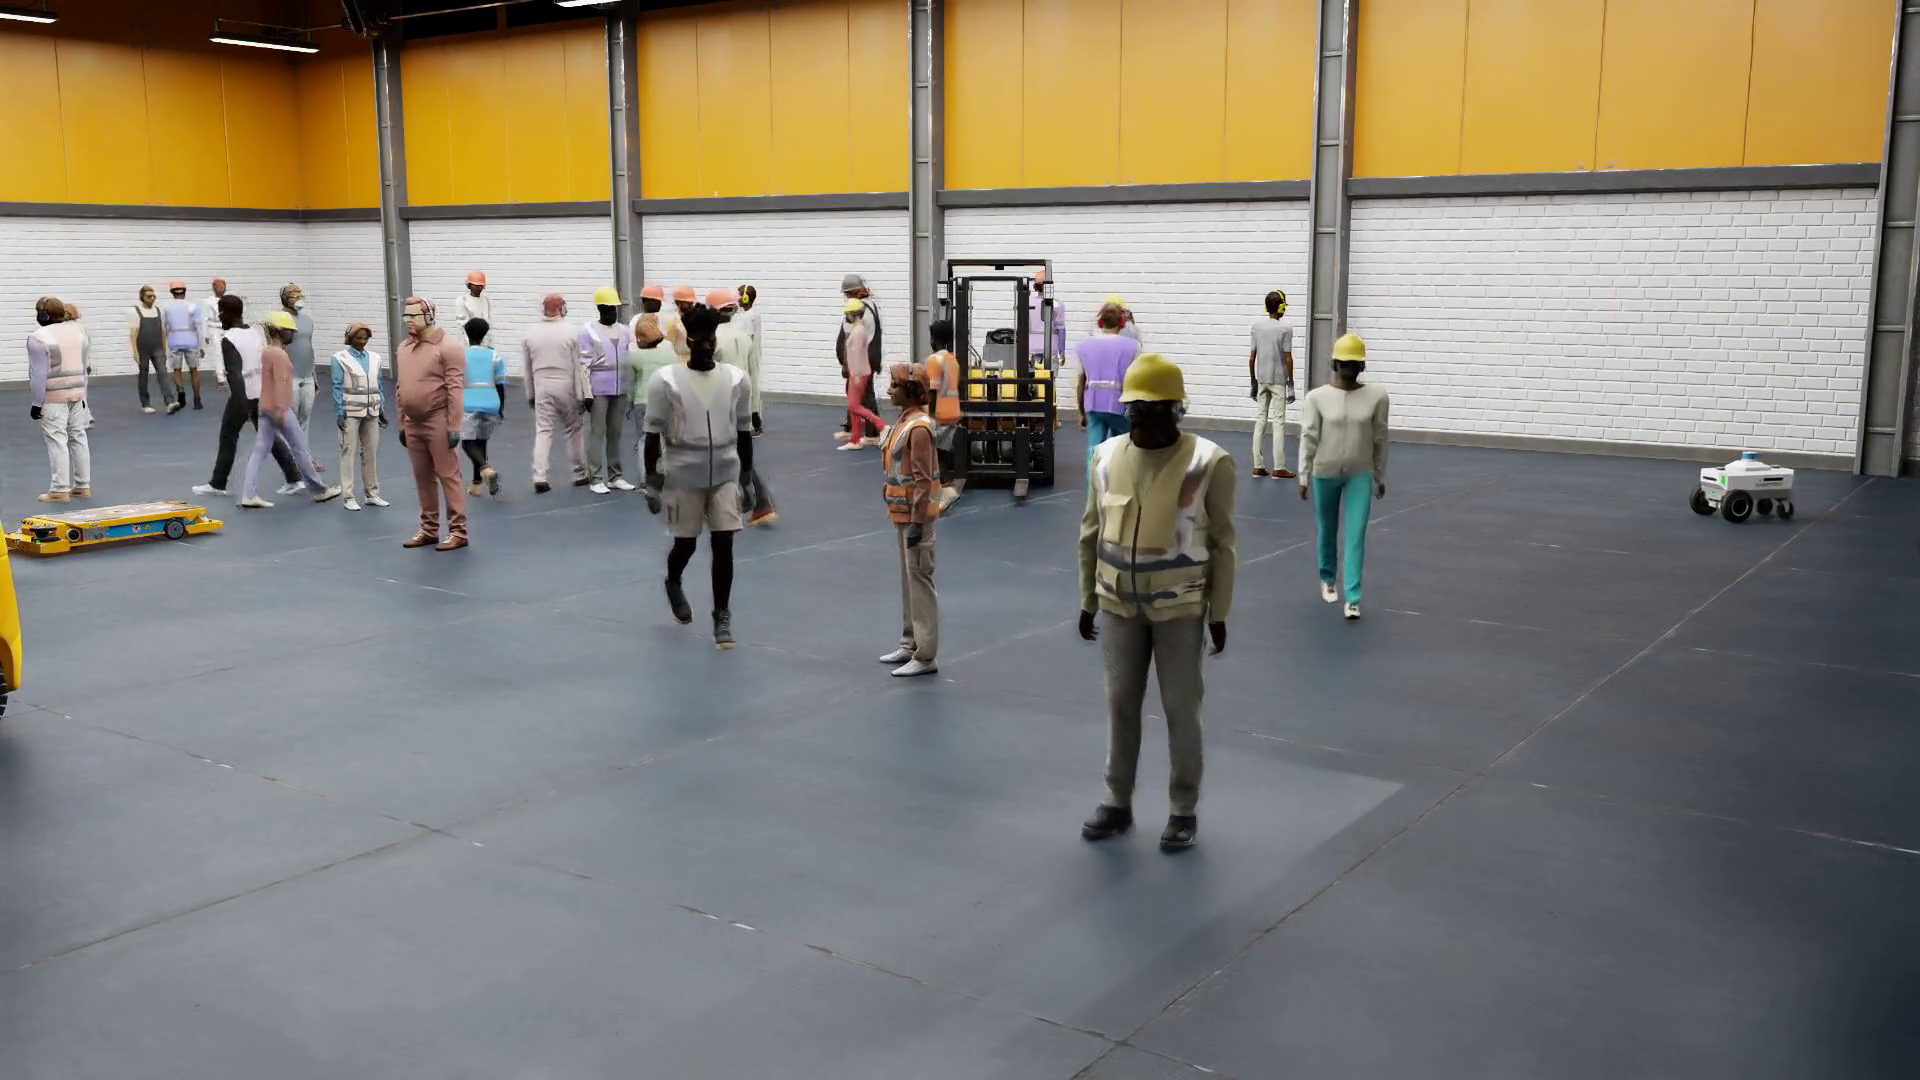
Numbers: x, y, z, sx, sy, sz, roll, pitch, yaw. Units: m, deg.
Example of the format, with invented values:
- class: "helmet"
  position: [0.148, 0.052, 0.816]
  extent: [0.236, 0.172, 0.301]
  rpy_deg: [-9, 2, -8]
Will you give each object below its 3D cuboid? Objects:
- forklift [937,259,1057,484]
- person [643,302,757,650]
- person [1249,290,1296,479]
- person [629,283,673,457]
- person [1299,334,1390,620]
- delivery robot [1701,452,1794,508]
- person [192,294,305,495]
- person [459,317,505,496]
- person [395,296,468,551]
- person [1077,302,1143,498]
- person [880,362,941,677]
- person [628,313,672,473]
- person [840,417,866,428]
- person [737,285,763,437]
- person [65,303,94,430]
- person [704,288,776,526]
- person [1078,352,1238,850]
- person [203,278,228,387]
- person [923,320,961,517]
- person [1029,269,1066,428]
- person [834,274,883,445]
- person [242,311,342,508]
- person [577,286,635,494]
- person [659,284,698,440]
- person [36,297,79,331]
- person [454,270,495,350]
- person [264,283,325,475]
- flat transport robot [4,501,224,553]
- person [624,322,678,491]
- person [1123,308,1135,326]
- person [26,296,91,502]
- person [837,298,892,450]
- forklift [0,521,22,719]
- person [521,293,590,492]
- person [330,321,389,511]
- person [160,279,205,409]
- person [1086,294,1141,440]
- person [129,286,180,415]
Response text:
- class: "forklift"
  position: [0.370, -1.738, 16.759]
  extent: [1.214, 2.155, 2.313]
  rpy_deg: [1, 10, 3]
- class: "person"
  position: [-1.487, -0.378, 9.424]
  extent: [0.649, 1.942, 0.669]
  rpy_deg: [-4, 10, -24]
- class: "person"
  position: [3.116, -1.544, 16.561]
  extent: [0.518, 1.874, 0.330]
  rpy_deg: [9, 13, 44]
- class: "person"
  position: [-3.340, -1.853, 18.268]
  extent: [0.430, 1.919, 0.559]
  rpy_deg: [3, 10, 20]
- class: "person"
  position: [2.354, -0.404, 10.217]
  extent: [0.538, 1.715, 0.935]
  rpy_deg: [2, 10, 9]
- class: "delivery robot"
  position: [6.602, -0.497, 13.944]
  extent: [0.707, 0.478, 0.477]
  rpy_deg: [-2, 10, -11]
- class: "person"
  position: [-6.566, -1.325, 15.305]
  extent: [1.047, 1.866, 0.617]
  rpy_deg: [1, 10, 6]
- class: "person"
  position: [-4.344, -1.179, 15.071]
  extent: [0.538, 1.652, 0.675]
  rpy_deg: [-7, 12, -35]
- class: "person"
  position: [-3.991, -0.869, 12.477]
  extent: [0.646, 1.902, 0.401]
  rpy_deg: [5, 11, 29]
- class: "person"
  position: [1.286, -1.051, 13.794]
  extent: [0.605, 1.812, 0.826]
  rpy_deg: [4, 10, 23]
- class: "person"
  position: [-0.253, -0.111, 8.718]
  extent: [0.307, 1.640, 0.521]
  rpy_deg: [-2, 10, -12]
- class: "person"
  position: [-3.151, -1.481, 16.894]
  extent: [0.501, 1.633, 0.282]
  rpy_deg: [-6, 11, -33]
- class: "person"
  position: [-1.352, -2.390, 21.494]
  extent: [0.399, 1.909, 0.642]
  rpy_deg: [-3, 10, -19]
- class: "person"
  position: [-2.597, -2.192, 20.428]
  extent: [0.315, 1.870, 0.532]
  rpy_deg: [0, 10, 2]
- class: "person"
  position: [-11.352, -2.213, 21.285]
  extent: [0.404, 1.624, 0.518]
  rpy_deg: [-1, 10, -3]
- class: "person"
  position: [-1.883, -1.088, 13.664]
  extent: [1.016, 1.948, 0.613]
  rpy_deg: [5, 11, 27]
- class: "person"
  position: [0.708, 0.225, 6.148]
  extent: [0.601, 1.828, 0.404]
  rpy_deg: [5, 11, 28]
- class: "person"
  position: [-12.730, -3.558, 28.566]
  extent: [0.582, 1.869, 0.584]
  rpy_deg: [8, 12, 39]
- class: "person"
  position: [-0.173, -1.026, 14.070]
  extent: [0.373, 1.664, 0.574]
  rpy_deg: [4, 10, 21]
- class: "person"
  position: [1.072, -2.445, 21.406]
  extent: [0.609, 2.048, 0.367]
  rpy_deg: [3, 10, 17]
- class: "person"
  position: [-1.272, -2.138, 19.595]
  extent: [0.826, 2.000, 0.701]
  rpy_deg: [3, 10, 16]
- class: "person"
  position: [-5.946, -1.147, 14.647]
  extent: [0.897, 1.713, 0.548]
  rpy_deg: [-8, 12, -40]
- class: "person"
  position: [-3.287, -1.393, 15.554]
  extent: [0.418, 1.934, 0.600]
  rpy_deg: [7, 12, 35]
- class: "person"
  position: [-3.175, -1.951, 18.932]
  extent: [0.915, 1.909, 0.556]
  rpy_deg: [4, 10, 25]
- class: "person"
  position: [-11.090, -2.131, 20.518]
  extent: [0.492, 1.716, 0.756]
  rpy_deg: [-3, 10, -16]
- class: "person"
  position: [-6.696, -2.721, 23.095]
  extent: [0.392, 2.033, 0.605]
  rpy_deg: [6, 11, 31]
- class: "person"
  position: [-6.737, -1.628, 16.863]
  extent: [0.373, 1.940, 0.630]
  rpy_deg: [3, 10, 16]
- class: "flat transport robot"
  position: [-6.530, -0.116, 12.817]
  extent: [0.652, 0.197, 1.431]
  rpy_deg: [7, 12, 35]
- class: "person"
  position: [-2.925, -1.279, 15.830]
  extent: [0.531, 1.587, 0.733]
  rpy_deg: [-2, 10, -13]
- class: "person"
  position: [1.848, -1.867, 19.210]
  extent: [0.485, 1.621, 0.514]
  rpy_deg: [9, 13, 43]
- class: "person"
  position: [-8.127, -1.264, 14.977]
  extent: [0.429, 1.846, 0.627]
  rpy_deg: [2, 10, 13]
- class: "person"
  position: [-1.097, -1.877, 18.926]
  extent: [0.557, 1.742, 0.537]
  rpy_deg: [1, 10, 5]
- class: "forklift"
  position: [-5.296, -0.090, 6.943]
  extent: [1.214, 2.155, 2.313]
  rpy_deg: [7, 12, 35]
- class: "person"
  position: [-3.810, -1.395, 15.709]
  extent: [0.653, 1.868, 0.902]
  rpy_deg: [2, 10, 9]
- class: "person"
  position: [-5.234, -1.083, 14.510]
  extent: [0.310, 1.640, 0.514]
  rpy_deg: [6, 11, 32]
- class: "person"
  position: [-11.259, -2.820, 24.079]
  extent: [0.616, 1.903, 0.608]
  rpy_deg: [-3, 10, -19]
- class: "person"
  position: [1.562, -1.664, 17.429]
  extent: [0.620, 1.814, 0.610]
  rpy_deg: [-2, 10, -11]
- class: "person"
  position: [-11.304, -2.641, 23.286]
  extent: [0.955, 1.799, 0.538]
  rpy_deg: [8, 13, 41]
